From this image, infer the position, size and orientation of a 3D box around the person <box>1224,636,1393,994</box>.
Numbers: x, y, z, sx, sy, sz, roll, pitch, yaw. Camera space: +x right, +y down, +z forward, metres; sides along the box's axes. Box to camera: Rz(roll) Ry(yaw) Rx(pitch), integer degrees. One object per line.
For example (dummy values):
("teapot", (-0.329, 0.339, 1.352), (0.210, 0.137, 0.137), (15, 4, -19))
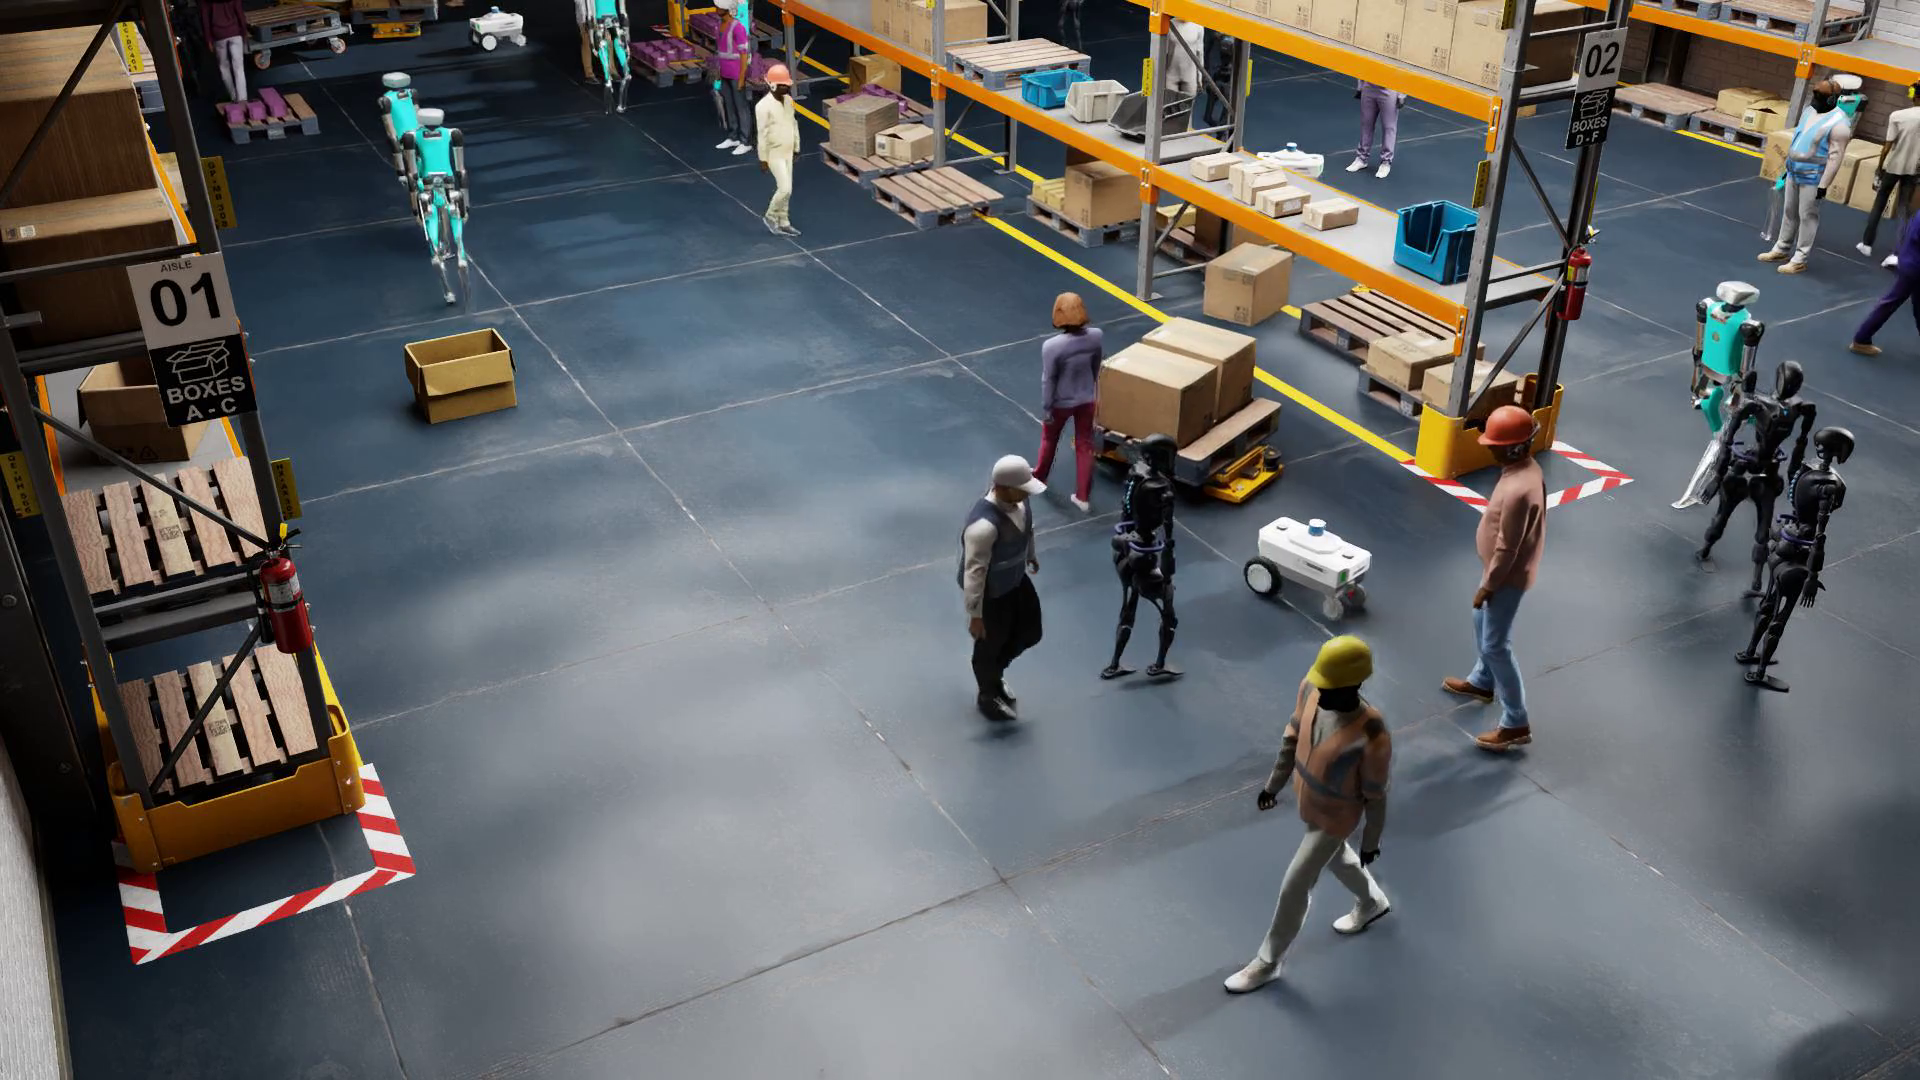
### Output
("person", (1.722, 1.212, 7.685), (0.982, 1.879, 0.587), (-10, 31, -17))

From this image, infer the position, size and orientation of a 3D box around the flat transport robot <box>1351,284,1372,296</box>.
("flat transport robot", (4.324, -2.516, 15.789), (0.659, 0.231, 1.431), (20, 36, 31))

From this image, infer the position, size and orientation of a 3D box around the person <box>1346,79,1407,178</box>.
("person", (4.680, -5.005, 18.475), (0.641, 1.913, 0.411), (23, 37, 34))

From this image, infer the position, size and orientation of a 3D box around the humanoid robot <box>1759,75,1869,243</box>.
("humanoid robot", (8.441, -3.778, 16.562), (0.542, 1.810, 0.771), (-5, 30, -8))

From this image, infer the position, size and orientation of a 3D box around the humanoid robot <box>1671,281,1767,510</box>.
("humanoid robot", (5.589, -1.039, 11.782), (1.015, 1.758, 0.541), (-12, 32, -20))

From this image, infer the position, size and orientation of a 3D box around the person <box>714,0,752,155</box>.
("person", (-2.635, -5.396, 19.220), (0.340, 1.846, 0.509), (-21, 36, -32))

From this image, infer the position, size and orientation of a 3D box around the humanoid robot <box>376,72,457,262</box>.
("humanoid robot", (-5.161, -3.632, 16.275), (0.860, 1.794, 0.595), (10, 31, 17))

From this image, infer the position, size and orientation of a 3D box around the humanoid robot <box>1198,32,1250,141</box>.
("humanoid robot", (3.072, -5.301, 19.245), (0.612, 1.645, 0.405), (15, 33, 24))

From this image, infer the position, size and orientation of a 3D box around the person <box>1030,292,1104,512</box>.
("person", (0.752, -1.018, 11.839), (0.516, 1.607, 0.675), (-12, 32, -20))

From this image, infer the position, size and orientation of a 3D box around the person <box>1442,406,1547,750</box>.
("person", (3.092, 0.201, 9.360), (0.585, 1.965, 0.817), (9, 31, 16))

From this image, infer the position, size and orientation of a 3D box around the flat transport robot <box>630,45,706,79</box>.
("flat transport robot", (-4.008, -6.585, 22.873), (0.659, 0.231, 1.431), (-15, 33, -24))

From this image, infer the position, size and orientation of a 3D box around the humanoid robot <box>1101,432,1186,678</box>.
("humanoid robot", (1.116, 0.100, 9.835), (0.531, 1.645, 0.611), (-12, 32, -19))

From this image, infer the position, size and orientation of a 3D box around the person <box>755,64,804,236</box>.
("person", (-1.784, -3.896, 16.708), (0.389, 1.738, 0.589), (14, 33, 23))

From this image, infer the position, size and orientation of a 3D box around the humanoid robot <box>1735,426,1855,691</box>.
("humanoid robot", (4.960, 0.078, 9.845), (0.315, 1.657, 0.599), (7, 31, 12))

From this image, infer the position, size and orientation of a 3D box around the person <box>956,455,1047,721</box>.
("person", (0.244, 0.278, 9.449), (0.509, 1.734, 0.807), (18, 34, 28))

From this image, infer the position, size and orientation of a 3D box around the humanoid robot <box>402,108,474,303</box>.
("humanoid robot", (-4.681, -2.909, 15.103), (0.551, 1.874, 0.768), (-9, 31, -15))

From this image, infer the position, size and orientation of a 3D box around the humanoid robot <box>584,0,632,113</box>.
("humanoid robot", (-4.291, -6.101, 20.591), (0.542, 1.808, 0.809), (-11, 32, -19))

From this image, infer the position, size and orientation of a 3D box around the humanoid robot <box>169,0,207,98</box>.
("humanoid robot", (-10.030, -6.602, 21.546), (0.595, 1.652, 0.710), (-24, 37, -35))

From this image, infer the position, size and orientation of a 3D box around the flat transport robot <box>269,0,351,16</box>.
("flat transport robot", (-9.982, -8.377, 25.992), (1.431, 0.231, 0.659), (8, 31, 13))

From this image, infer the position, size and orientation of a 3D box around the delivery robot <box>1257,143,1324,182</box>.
("delivery robot", (3.545, -4.005, 18.113), (0.785, 0.614, 0.525), (3, 30, 5))

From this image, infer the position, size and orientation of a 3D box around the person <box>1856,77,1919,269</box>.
("person", (9.095, -3.545, 16.025), (0.529, 1.847, 0.825), (8, 31, 14))

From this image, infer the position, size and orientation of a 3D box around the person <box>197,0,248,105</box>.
("person", (-9.177, -6.341, 20.800), (0.511, 1.912, 0.855), (-11, 32, -18))

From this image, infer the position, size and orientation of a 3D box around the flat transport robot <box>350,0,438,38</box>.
("flat transport robot", (-8.441, -7.775, 24.945), (0.659, 0.231, 1.431), (-8, 31, -13))

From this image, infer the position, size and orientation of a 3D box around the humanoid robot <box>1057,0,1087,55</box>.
("humanoid robot", (1.565, -7.625, 23.271), (0.463, 1.644, 0.595), (9, 31, 15))

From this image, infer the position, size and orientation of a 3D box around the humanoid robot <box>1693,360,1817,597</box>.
("humanoid robot", (5.143, -0.413, 10.745), (0.611, 1.638, 0.672), (-1, 30, -2))

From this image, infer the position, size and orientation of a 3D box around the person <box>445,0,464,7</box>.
("person", (-7.867, -9.374, 26.223), (0.815, 1.782, 0.645), (-19, 35, -29))

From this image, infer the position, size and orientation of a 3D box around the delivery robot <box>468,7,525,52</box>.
("delivery robot", (-6.664, -7.362, 23.916), (0.753, 0.571, 0.499), (-19, 35, -30))

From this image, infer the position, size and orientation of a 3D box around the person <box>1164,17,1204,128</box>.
("person", (2.506, -5.319, 19.047), (0.562, 1.888, 0.379), (-1, 30, -2))

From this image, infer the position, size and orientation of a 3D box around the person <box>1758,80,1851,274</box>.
("person", (8.080, -3.469, 15.872), (0.429, 1.839, 0.633), (-4, 30, -7))

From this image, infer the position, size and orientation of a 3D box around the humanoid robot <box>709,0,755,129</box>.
("humanoid robot", (-2.826, -5.841, 20.133), (0.728, 1.825, 0.532), (23, 37, 34))

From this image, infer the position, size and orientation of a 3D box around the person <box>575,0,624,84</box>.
("person", (-4.781, -6.874, 21.901), (0.613, 1.730, 0.582), (15, 33, 24))

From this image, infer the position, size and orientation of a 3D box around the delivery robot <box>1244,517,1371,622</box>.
("delivery robot", (2.287, 0.147, 10.882), (0.499, 0.609, 0.812), (-26, 39, -38))

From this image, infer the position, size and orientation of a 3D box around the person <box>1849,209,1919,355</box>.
("person", (8.138, -2.265, 14.031), (0.859, 1.572, 0.475), (12, 32, 20))

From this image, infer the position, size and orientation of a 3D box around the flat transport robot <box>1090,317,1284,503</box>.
("flat transport robot", (1.664, -0.668, 12.573), (1.431, 0.231, 0.659), (22, 36, 33))
